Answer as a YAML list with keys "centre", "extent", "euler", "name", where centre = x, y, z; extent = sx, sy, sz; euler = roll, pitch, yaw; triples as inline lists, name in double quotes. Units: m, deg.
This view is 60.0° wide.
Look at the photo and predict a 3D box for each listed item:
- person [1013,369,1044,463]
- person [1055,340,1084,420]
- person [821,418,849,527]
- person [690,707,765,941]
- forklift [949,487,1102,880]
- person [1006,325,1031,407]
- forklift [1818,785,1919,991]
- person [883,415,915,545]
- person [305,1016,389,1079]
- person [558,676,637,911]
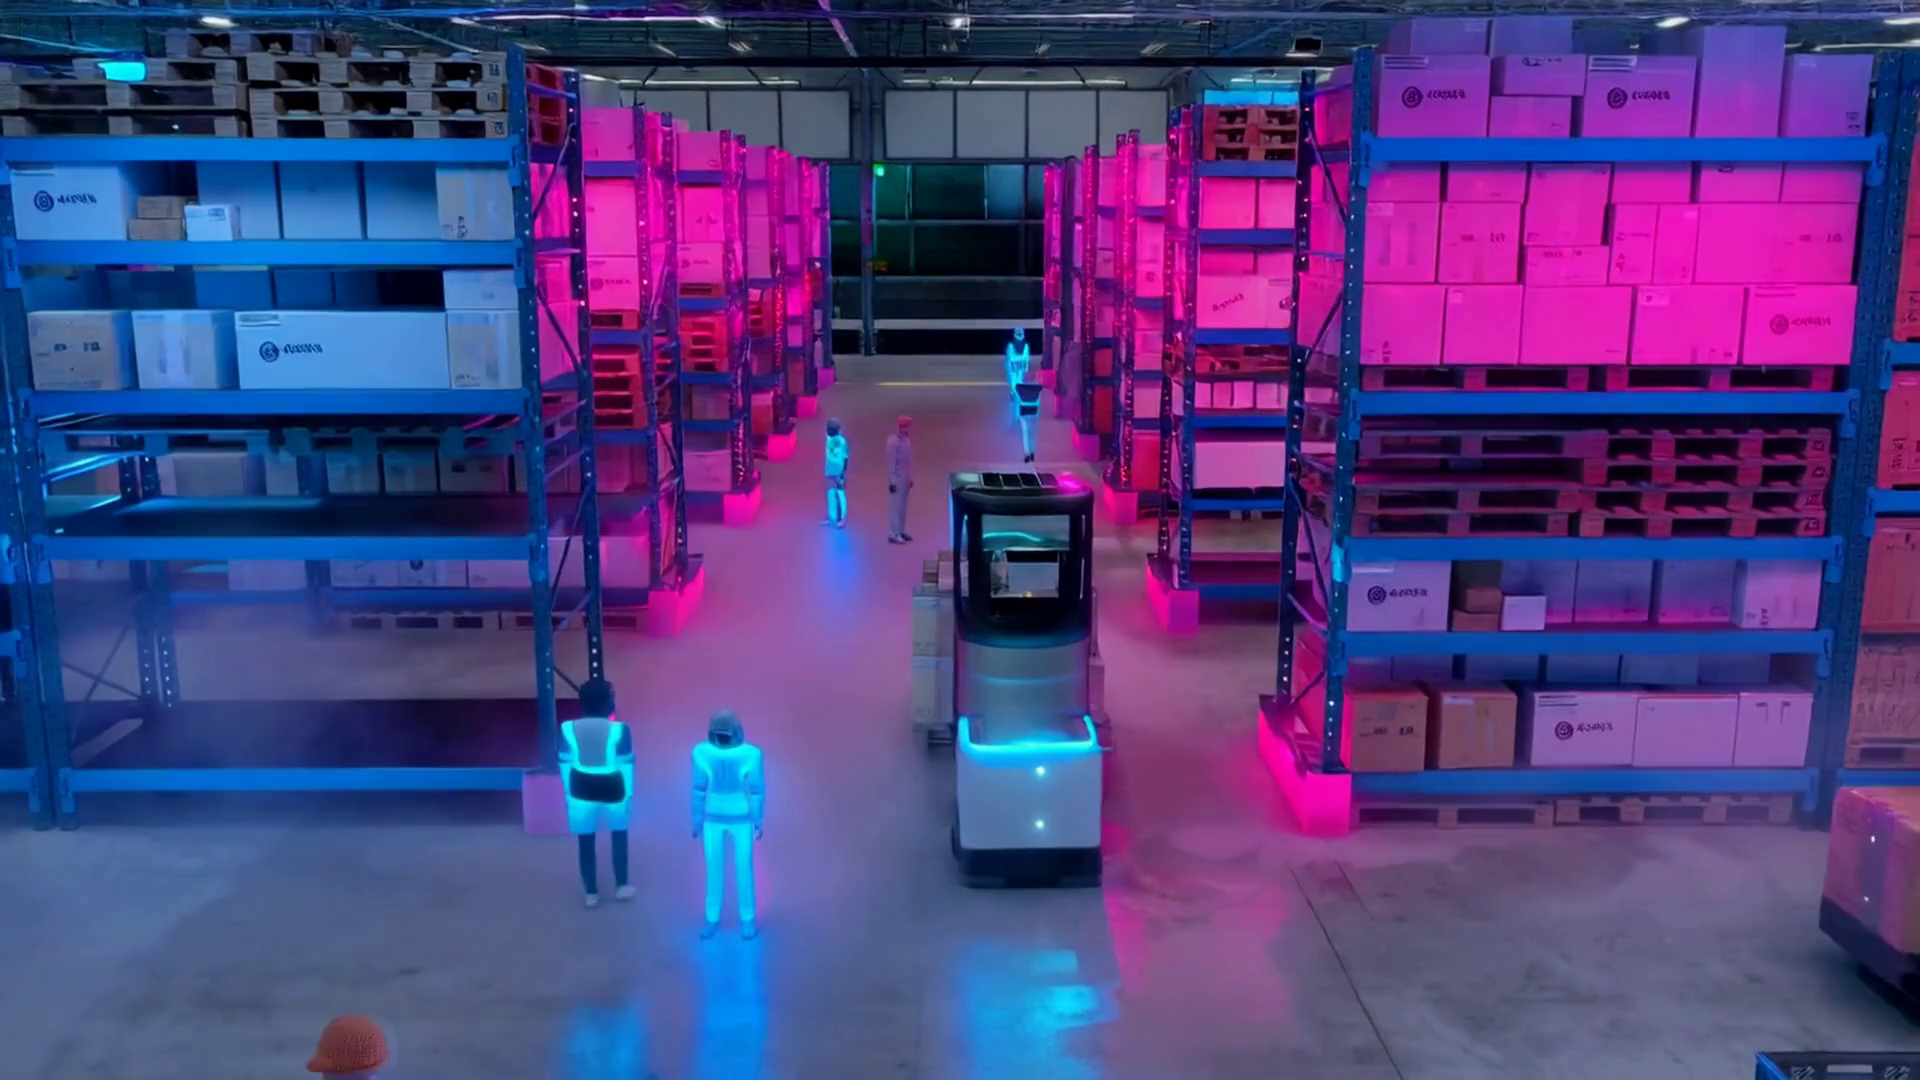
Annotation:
- centre: [1.334, -2.433, 32.445]
  extent: [0.581, 1.800, 0.977]
  euler: [0, 11, -2]
  name: "person"
- centre: [2.575, -3.669, 38.367]
  extent: [0.780, 1.881, 0.658]
  euler: [6, 13, 26]
  name: "person"
- centre: [-1.952, -1.051, 25.845]
  extent: [0.540, 1.698, 0.317]
  euler: [10, 15, 40]
  name: "person"
- centre: [-1.574, 1.920, 11.287]
  extent: [0.509, 1.631, 0.268]
  euler: [1, 11, 3]
  name: "person"
- centre: [0.495, 0.986, 12.813]
  extent: [1.129, 2.768, 1.873]
  euler: [0, 11, -2]
  name: "forklift"
- centre: [1.450, -4.303, 41.146]
  extent: [0.605, 2.031, 0.490]
  euler: [0, 11, -1]
  name: "person"
- centre: [6.817, 1.413, 10.699]
  extent: [1.873, 2.768, 1.129]
  euler: [0, 11, -1]
  name: "forklift"
- centre: [-0.870, -0.893, 24.559]
  extent: [0.402, 1.904, 0.652]
  euler: [5, 12, 23]
  name: "person"
- centre: [-2.383, 2.754, 6.481]
  extent: [0.852, 1.902, 0.567]
  euler: [0, 11, 0]
  name: "person"
- centre: [-2.570, 1.787, 11.801]
  extent: [0.565, 1.694, 0.392]
  euler: [0, 11, 1]
  name: "person"
